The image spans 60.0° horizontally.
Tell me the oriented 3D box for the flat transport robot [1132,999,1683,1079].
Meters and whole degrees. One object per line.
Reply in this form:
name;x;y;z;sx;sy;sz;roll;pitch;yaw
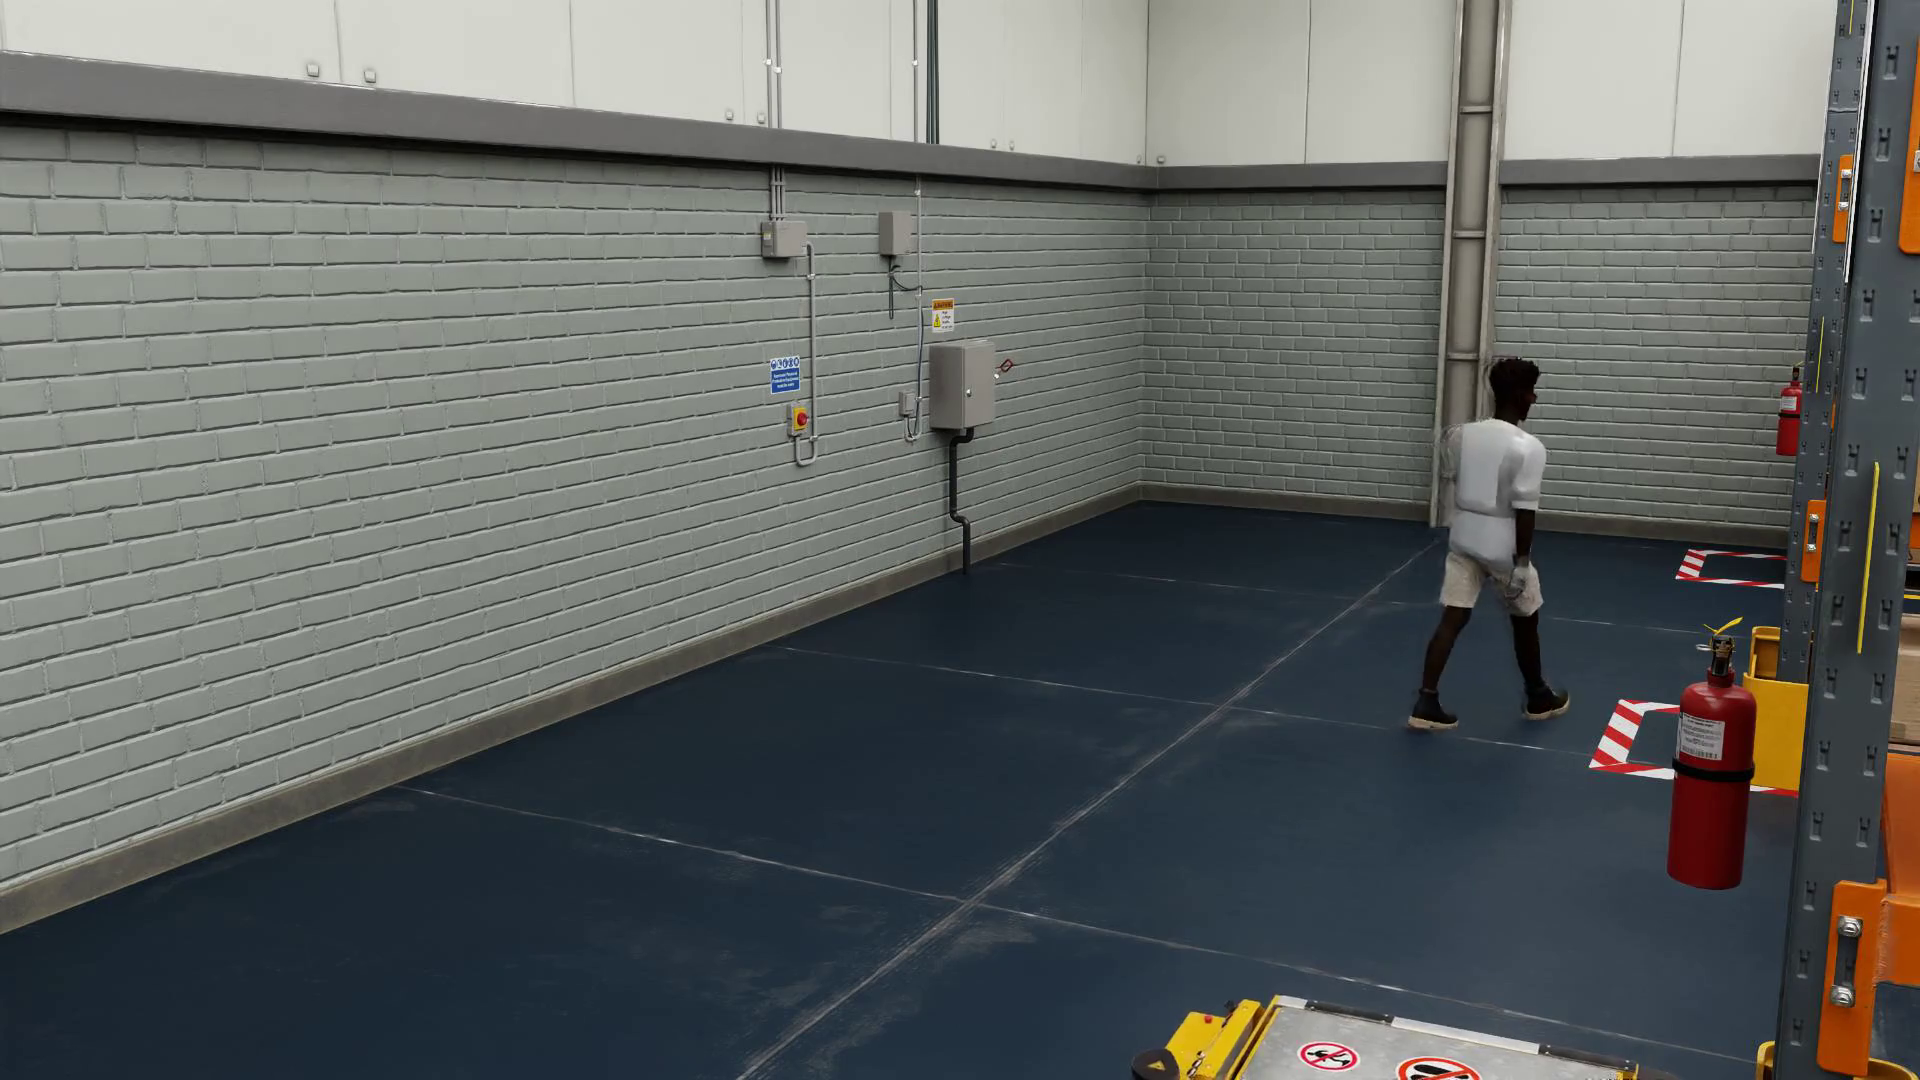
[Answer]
flat transport robot;1.231;1.556;4.587;1.431;0.197;0.652;5;11;24

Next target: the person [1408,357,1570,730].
person;2.729;0.022;8.476;1.008;1.918;0.605;-7;12;-33
